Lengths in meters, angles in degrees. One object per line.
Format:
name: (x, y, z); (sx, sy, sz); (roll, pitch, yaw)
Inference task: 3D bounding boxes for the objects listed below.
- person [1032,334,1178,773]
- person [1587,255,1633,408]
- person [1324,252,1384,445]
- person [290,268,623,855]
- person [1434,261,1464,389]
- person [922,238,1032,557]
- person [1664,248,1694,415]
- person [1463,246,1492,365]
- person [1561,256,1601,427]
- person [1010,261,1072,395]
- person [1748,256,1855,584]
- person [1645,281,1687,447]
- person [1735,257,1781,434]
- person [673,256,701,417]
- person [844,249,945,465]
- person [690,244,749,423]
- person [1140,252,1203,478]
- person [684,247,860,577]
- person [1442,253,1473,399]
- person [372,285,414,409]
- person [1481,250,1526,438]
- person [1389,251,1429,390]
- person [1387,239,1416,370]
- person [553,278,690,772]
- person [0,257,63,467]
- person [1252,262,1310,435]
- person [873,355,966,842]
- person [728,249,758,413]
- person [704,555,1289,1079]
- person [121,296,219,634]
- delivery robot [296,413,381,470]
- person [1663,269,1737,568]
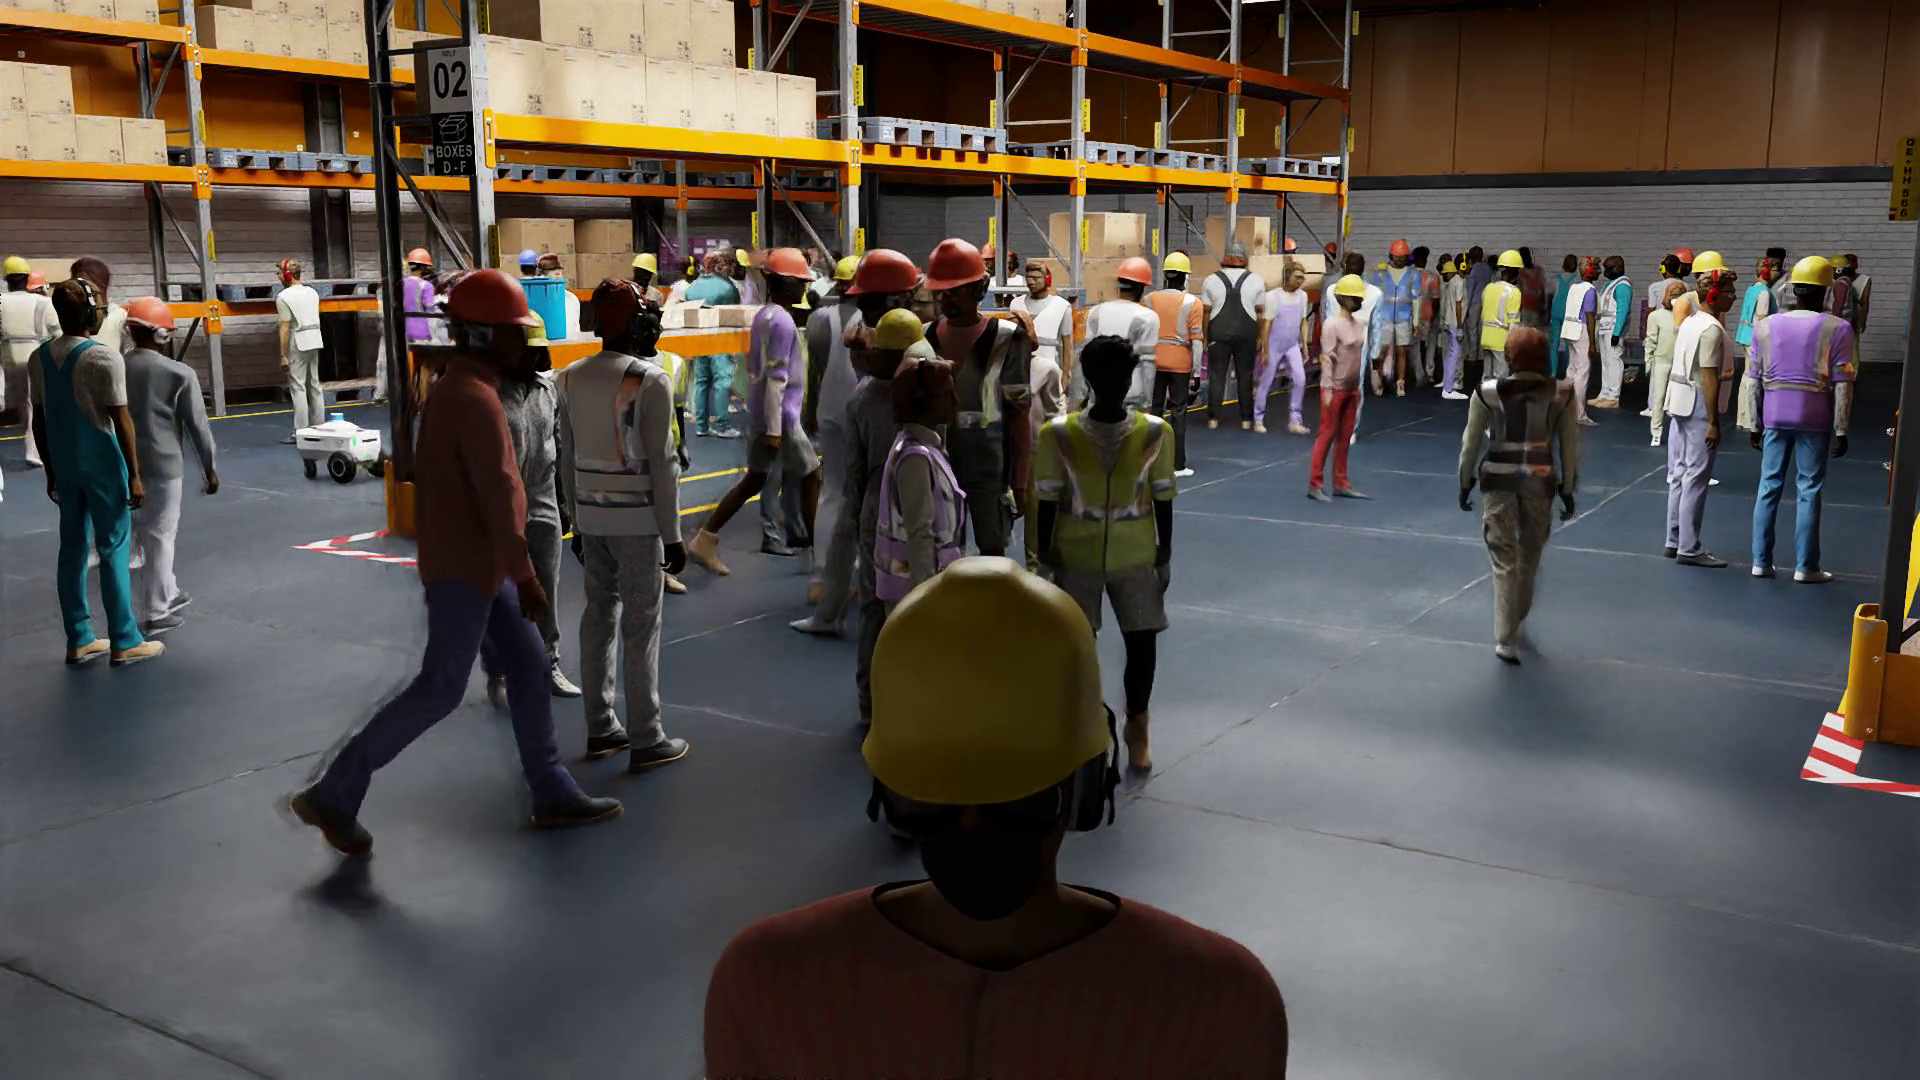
person: (0.533, 0.082, 6.152); (0.543, 1.687, 0.349); (0, 10, 1)
person: (7.885, -2.520, 20.156); (0.429, 1.840, 0.624); (1, 10, 6)
person: (3.922, -1.913, 16.610); (0.599, 1.900, 0.494); (6, 12, 31)
person: (-1.699, 0.080, 5.487); (1.013, 1.948, 0.586); (-3, 11, -17)
person: (6.685, -2.927, 22.703); (0.338, 1.734, 0.498); (-3, 11, -14)
person: (0.013, -0.299, 7.329); (0.613, 2.031, 0.402); (4, 11, 22)
person: (8.275, -2.400, 19.246); (0.389, 1.929, 0.544); (3, 11, 14)
person: (8.350, -3.788, 26.941); (0.626, 1.933, 0.372); (-9, 14, -41)
person: (6.781, -2.163, 18.153); (0.390, 1.846, 0.564); (0, 10, -2)
person: (0.671, -1.412, 13.993); (0.564, 1.847, 0.395); (5, 12, 28)
person: (4.964, -0.704, 9.848); (0.364, 1.927, 0.587); (-9, 14, -42)
person: (6.973, -1.715, 16.296); (0.506, 1.622, 0.296); (2, 10, 12)
person: (8.328, -2.023, 17.379); (0.389, 1.846, 0.565); (2, 10, 12)
person: (-3.091, -2.324, 19.042); (0.613, 1.843, 0.537); (-4, 11, -22)
person: (-0.271, -0.220, 7.013); (0.414, 1.986, 0.617); (-2, 10, -10)
person: (-2.573, -2.316, 18.463); (0.964, 2.000, 0.686); (-7, 12, -34)
person: (1.814, -1.492, 14.254); (0.581, 1.919, 0.396); (6, 12, 31)
person: (-1.166, -0.747, 9.930); (1.047, 1.996, 0.629); (-4, 11, -19)
person: (6.363, -2.730, 21.264); (0.327, 1.863, 0.510); (2, 10, 8)
person: (-6.825, -2.479, 20.001); (0.601, 1.807, 0.538); (4, 11, 20)
person: (5.545, -1.990, 17.016); (0.399, 1.919, 0.581); (-3, 11, -18)
person: (6.050, -2.974, 22.563); (1.002, 1.874, 0.650); (-9, 14, -42)
person: (6.908, -3.677, 26.003); (0.537, 2.000, 0.682); (-8, 13, -37)
person: (-1.292, -0.054, 6.388); (0.575, 1.880, 0.359); (7, 12, 34)
person: (-8.399, -1.603, 14.982); (0.616, 1.871, 1.014); (-3, 11, -18)
person: (3.378, -1.979, 17.276); (0.516, 1.795, 0.657); (-3, 11, -18)
person: (-0.137, 0.196, 5.652); (0.314, 1.641, 0.515); (0, 10, -1)
person: (-2.601, -2.444, 19.528); (0.582, 1.919, 0.394); (-8, 13, -39)
person: (0.026, 0.880, 1.513); (0.526, 1.769, 0.329); (0, 10, 3)
person: (-4.197, -0.412, 8.766); (0.593, 1.723, 0.724); (1, 10, 5)
delivery robot: (-5.274, -0.833, 14.102); (0.707, 0.478, 0.477); (5, 11, 24)
person: (4.612, -0.760, 10.382); (0.383, 1.845, 0.570); (2, 10, 9)
